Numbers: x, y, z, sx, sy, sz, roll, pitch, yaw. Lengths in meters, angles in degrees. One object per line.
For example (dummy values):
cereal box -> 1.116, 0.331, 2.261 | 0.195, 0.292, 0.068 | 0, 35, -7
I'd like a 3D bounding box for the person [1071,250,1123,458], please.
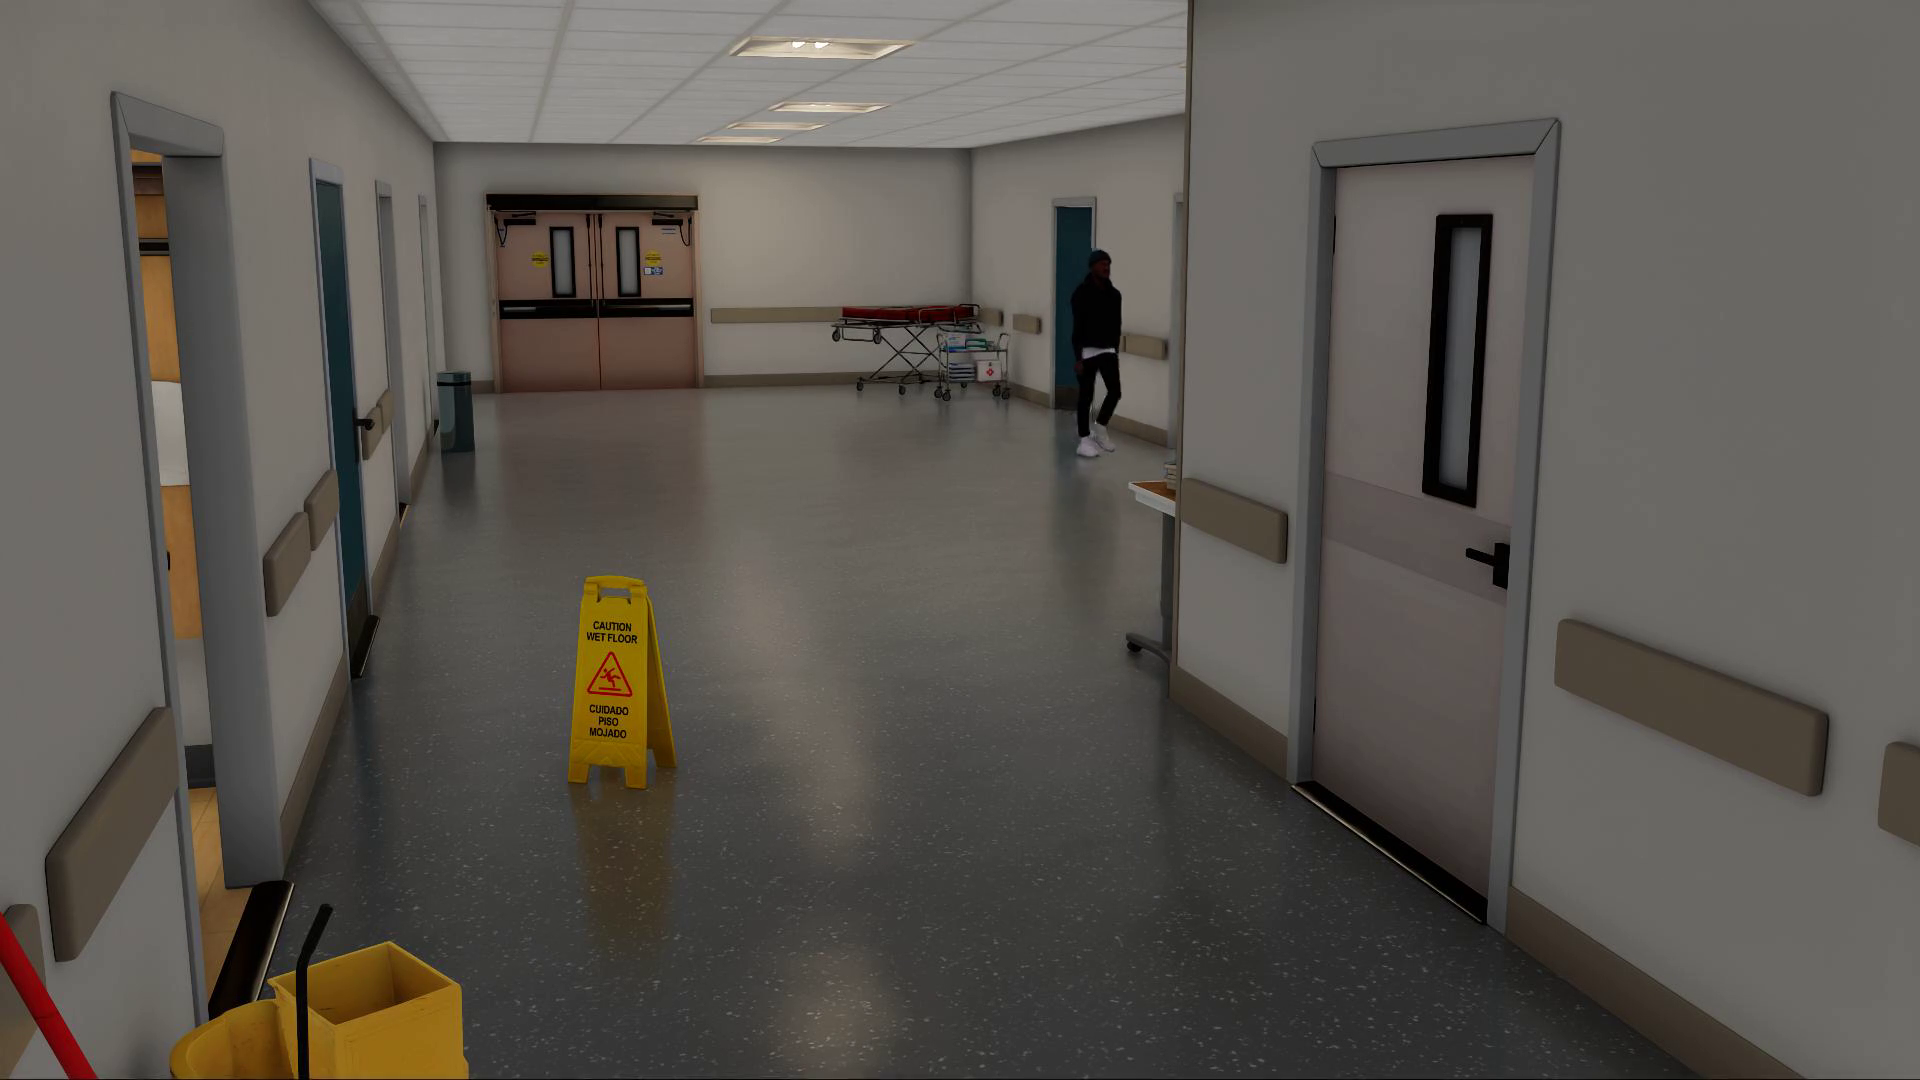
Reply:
person -> 1.141, -1.643, 14.684 | 0.724, 1.806, 0.715 | -5, 12, -24
